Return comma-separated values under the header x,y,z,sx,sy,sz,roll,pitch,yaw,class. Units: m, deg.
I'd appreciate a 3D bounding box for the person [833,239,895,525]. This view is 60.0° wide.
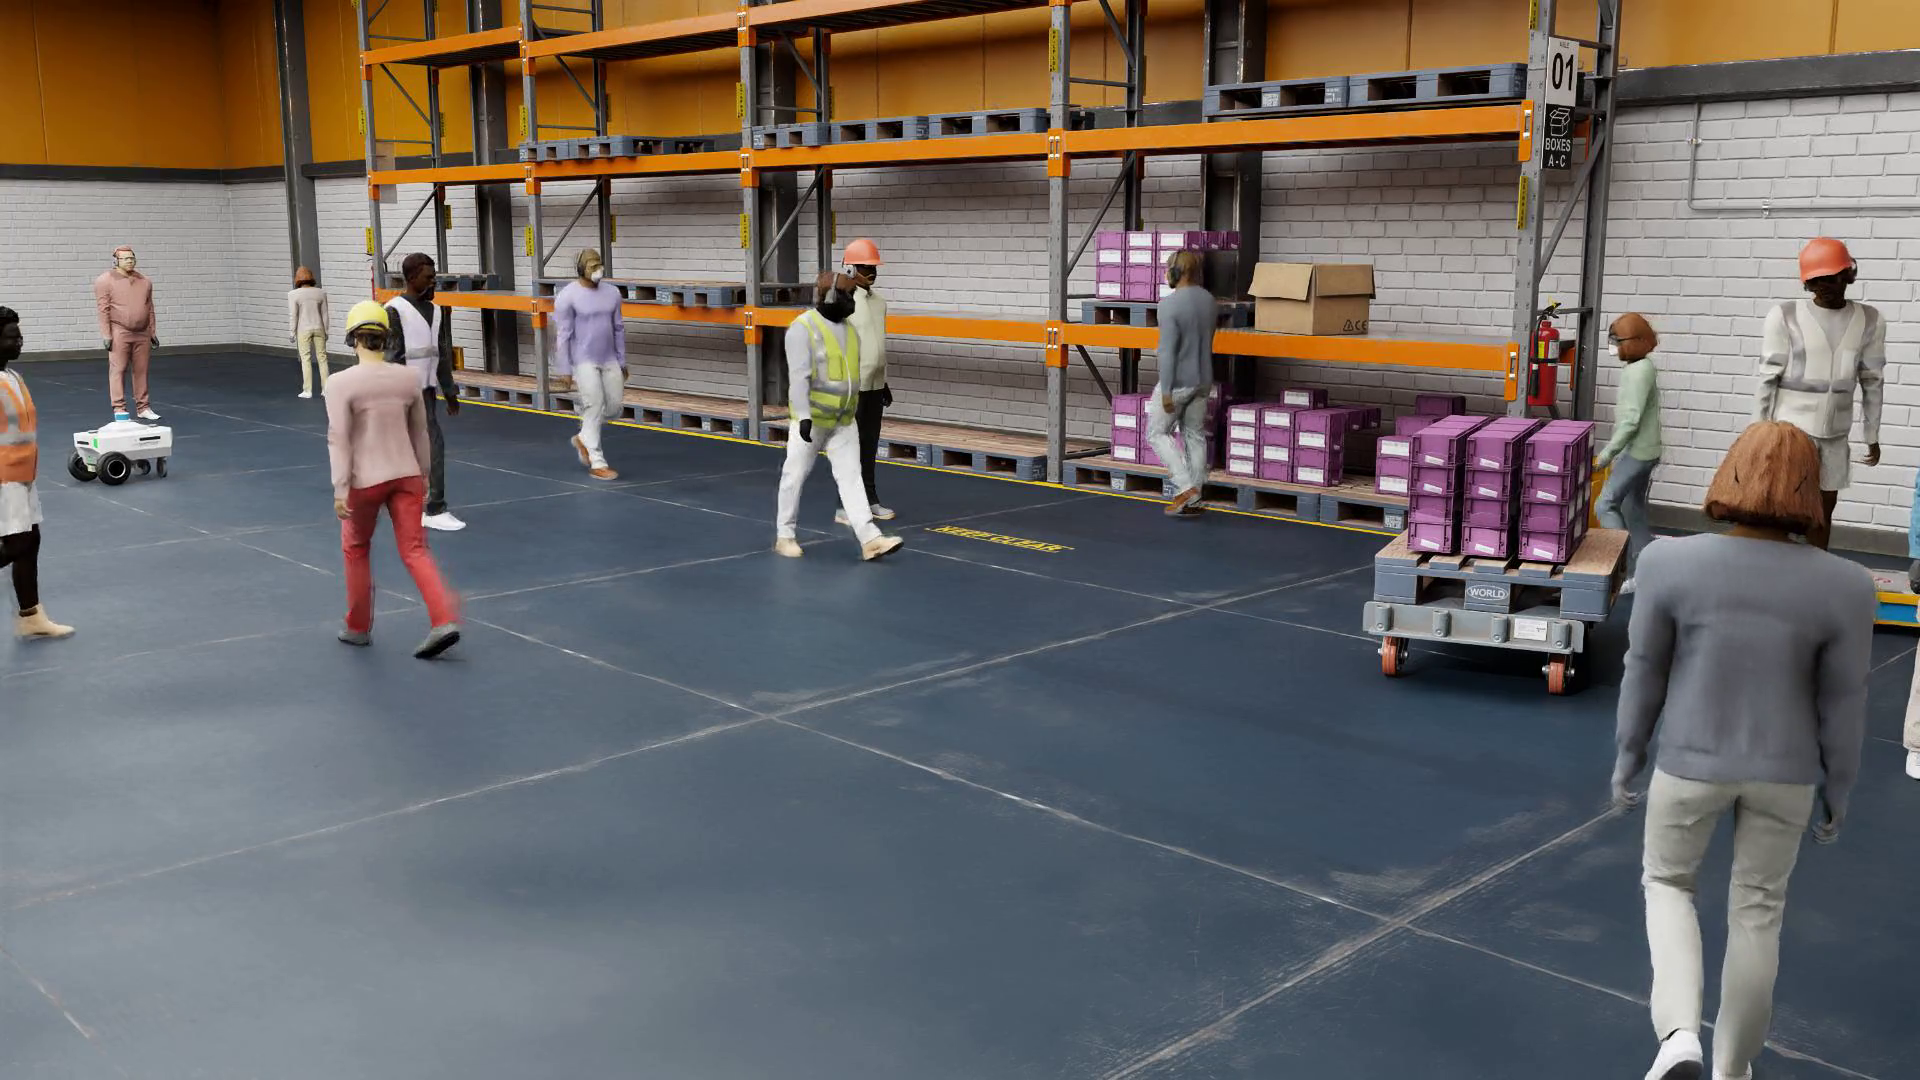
x,y,z,sx,sy,sz,roll,pitch,yaw,class
-0.691,-1.108,11.710,0.382,1.993,0.622,7,12,33,person

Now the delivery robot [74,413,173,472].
x,y,z,sx,sy,sz,roll,pitch,yaw,class
-6.907,-0.809,13.757,0.477,0.478,0.707,7,12,33,delivery robot

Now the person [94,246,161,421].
x,y,z,sx,sy,sz,roll,pitch,yaw,class
-9.049,-2.245,18.150,0.400,1.910,0.643,7,12,32,person

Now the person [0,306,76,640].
x,y,z,sx,sy,sz,roll,pitch,yaw,class
-4.745,-0.309,8.176,0.507,1.685,0.543,-2,11,-9,person

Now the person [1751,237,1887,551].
x,y,z,sx,sy,sz,roll,pitch,yaw,class
4.539,-0.586,8.830,0.674,2.016,0.466,0,10,2,person

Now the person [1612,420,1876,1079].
x,y,z,sx,sy,sz,roll,pitch,yaw,class
1.751,0.539,3.757,0.515,1.615,0.461,4,11,22,person

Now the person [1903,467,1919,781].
x,y,z,sx,sy,sz,roll,pitch,yaw,class
3.776,0.091,6.143,0.522,1.640,0.306,2,11,10,person

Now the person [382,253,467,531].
x,y,z,sx,sy,sz,roll,pitch,yaw,class
-3.618,-1.008,11.427,0.715,1.895,0.635,2,11,11,person

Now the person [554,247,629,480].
x,y,z,sx,sy,sz,roll,pitch,yaw,class
-3.088,-1.465,13.855,0.604,1.925,0.651,9,14,40,person

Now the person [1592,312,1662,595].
x,y,z,sx,sy,sz,roll,pitch,yaw,class
3.746,-0.457,9.271,0.421,1.611,0.526,4,11,21,person

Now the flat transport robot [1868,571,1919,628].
x,y,z,sx,sy,sz,roll,pitch,yaw,class
4.981,0.321,8.624,1.431,0.197,0.652,5,12,28,flat transport robot

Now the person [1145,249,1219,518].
x,y,z,sx,sy,sz,roll,pitch,yaw,class
1.583,-1.098,11.859,0.642,1.927,0.432,-9,14,-40,person

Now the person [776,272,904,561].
x,y,z,sx,sy,sz,roll,pitch,yaw,class
-0.822,-0.750,10.321,0.960,1.784,0.711,9,14,41,person

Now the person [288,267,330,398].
x,y,z,sx,sy,sz,roll,pitch,yaw,class
-8.135,-2.594,20.800,0.499,1.633,0.279,-10,14,-43,person

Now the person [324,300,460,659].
x,y,z,sx,sy,sz,roll,pitch,yaw,class
-2.744,-0.290,8.008,0.849,1.718,0.552,9,14,41,person
